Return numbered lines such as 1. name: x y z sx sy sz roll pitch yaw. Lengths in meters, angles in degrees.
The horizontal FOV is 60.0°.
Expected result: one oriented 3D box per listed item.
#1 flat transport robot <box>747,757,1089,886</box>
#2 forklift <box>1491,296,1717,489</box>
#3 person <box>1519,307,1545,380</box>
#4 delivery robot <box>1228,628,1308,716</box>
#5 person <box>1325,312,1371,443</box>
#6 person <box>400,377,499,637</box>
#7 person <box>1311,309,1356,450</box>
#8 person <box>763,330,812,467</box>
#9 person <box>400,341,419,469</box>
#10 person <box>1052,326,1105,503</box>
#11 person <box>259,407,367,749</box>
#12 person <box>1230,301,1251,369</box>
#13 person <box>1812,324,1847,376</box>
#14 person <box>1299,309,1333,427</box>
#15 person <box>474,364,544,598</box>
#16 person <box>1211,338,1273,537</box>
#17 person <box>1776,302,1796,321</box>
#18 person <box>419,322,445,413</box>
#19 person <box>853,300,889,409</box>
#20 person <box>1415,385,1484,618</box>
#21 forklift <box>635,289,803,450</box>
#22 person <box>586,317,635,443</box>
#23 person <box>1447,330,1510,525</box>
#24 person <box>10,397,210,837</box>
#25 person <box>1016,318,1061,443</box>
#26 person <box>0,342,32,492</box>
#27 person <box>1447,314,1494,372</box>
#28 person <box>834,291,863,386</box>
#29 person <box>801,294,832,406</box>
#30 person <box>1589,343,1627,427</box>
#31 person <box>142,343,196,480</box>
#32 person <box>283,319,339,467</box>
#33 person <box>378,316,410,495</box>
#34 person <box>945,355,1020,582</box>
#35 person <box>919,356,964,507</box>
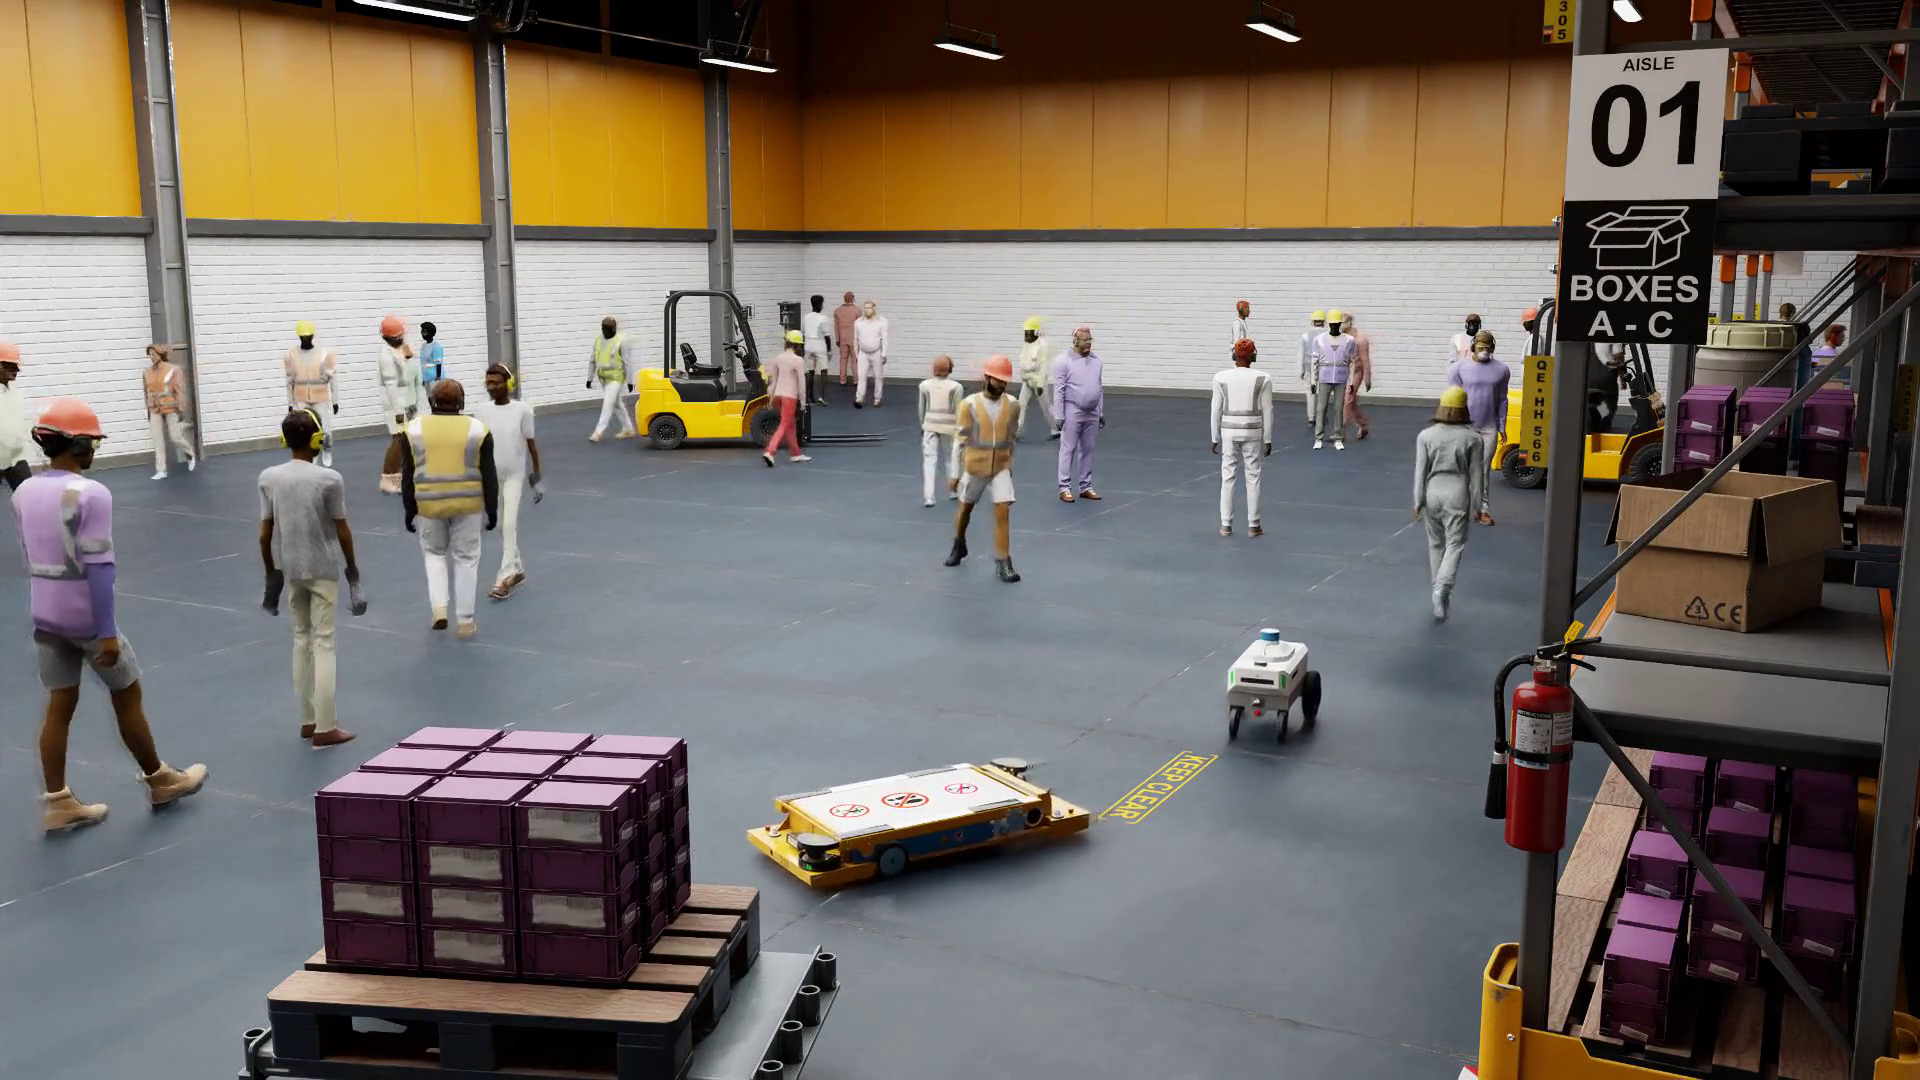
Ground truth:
1. flat transport robot: -0.181 1.257 7.568 1.431 0.197 0.652 -6 11 -31
2. forklift: 7.296 -1.677 18.993 2.313 2.155 1.214 5 11 27
3. person: 7.902 -2.248 23.056 0.366 1.935 0.543 4 10 20
4. delivery robot: 1.753 0.747 9.433 0.477 0.478 0.707 4 11 21
5. person: 5.594 -2.332 23.807 0.956 1.856 0.666 -7 12 -34
6. person: -3.555 -0.223 11.645 0.649 1.824 0.457 -2 10 -11
7. person: 5.099 -2.188 22.730 0.594 1.924 0.382 1 10 8
8. person: -2.239 -1.801 21.097 0.565 1.716 0.882 9 13 43
9. person: -6.817 -1.647 20.499 0.663 1.616 0.516 3 10 19
10. person: 1.313 -1.365 18.023 0.654 1.904 0.406 -6 12 -33
11. person: -3.550 0.205 9.111 0.550 1.861 0.384 2 10 13
12. person: 4.729 -3.091 28.076 0.338 1.882 0.583 3 10 17
13. person: 10.336 -1.660 19.912 0.373 1.840 0.571 1 10 6
14. person: 5.579 -2.669 25.849 0.614 1.808 0.572 5 11 26
15. person: -3.617 -0.473 13.109 0.557 1.824 0.892 2 10 11
16. person: 2.675 -0.969 15.794 0.579 1.882 0.342 3 10 16
17. person: 12.502 -2.642 25.338 0.372 1.935 0.627 -1 10 -8
18. person: -7.727 -2.353 24.375 0.320 1.694 0.537 -8 13 -40
19. person: -1.559 -3.188 28.714 0.646 1.863 0.965 2 10 9
20. person: 3.622 -0.291 12.374 0.491 1.715 0.789 5 11 26
21. forklift: -3.358 -2.392 23.136 2.313 2.155 1.214 -1 10 -5
22. person: -4.998 -2.294 23.800 0.696 1.782 0.938 7 12 34
23. person: 5.106 -1.103 16.427 0.627 1.934 0.372 0 10 -3
24. person: -4.050 0.337 7.841 0.638 2.015 0.827 4 11 24
25. person: 1.062 -2.247 23.510 0.959 1.782 0.610 -6 12 -33
26. person: -8.133 -0.689 14.001 0.985 1.953 0.620 2 10 13
27. person: 7.125 -2.237 23.254 0.621 1.847 0.429 3 10 19
28. person: -2.210 -4.054 33.572 0.651 1.913 0.410 4 11 22
29. person: -2.577 -3.330 29.237 0.736 1.965 0.579 5 11 29
30. person: 8.648 -2.211 22.529 0.537 2.000 0.724 -8 13 -39
31. person: -9.476 -1.545 19.889 0.523 1.620 0.595 1 10 7
32. person: -7.833 -1.727 20.128 0.599 1.911 0.621 -2 10 -13
33. person: -6.345 -1.503 18.629 0.422 1.998 0.675 -2 10 -11
34. person: 0.183 -0.623 13.900 0.596 1.868 1.075 -3 10 -15
35. person: -0.198 -1.172 17.812 0.514 1.593 0.865 2 10 11
